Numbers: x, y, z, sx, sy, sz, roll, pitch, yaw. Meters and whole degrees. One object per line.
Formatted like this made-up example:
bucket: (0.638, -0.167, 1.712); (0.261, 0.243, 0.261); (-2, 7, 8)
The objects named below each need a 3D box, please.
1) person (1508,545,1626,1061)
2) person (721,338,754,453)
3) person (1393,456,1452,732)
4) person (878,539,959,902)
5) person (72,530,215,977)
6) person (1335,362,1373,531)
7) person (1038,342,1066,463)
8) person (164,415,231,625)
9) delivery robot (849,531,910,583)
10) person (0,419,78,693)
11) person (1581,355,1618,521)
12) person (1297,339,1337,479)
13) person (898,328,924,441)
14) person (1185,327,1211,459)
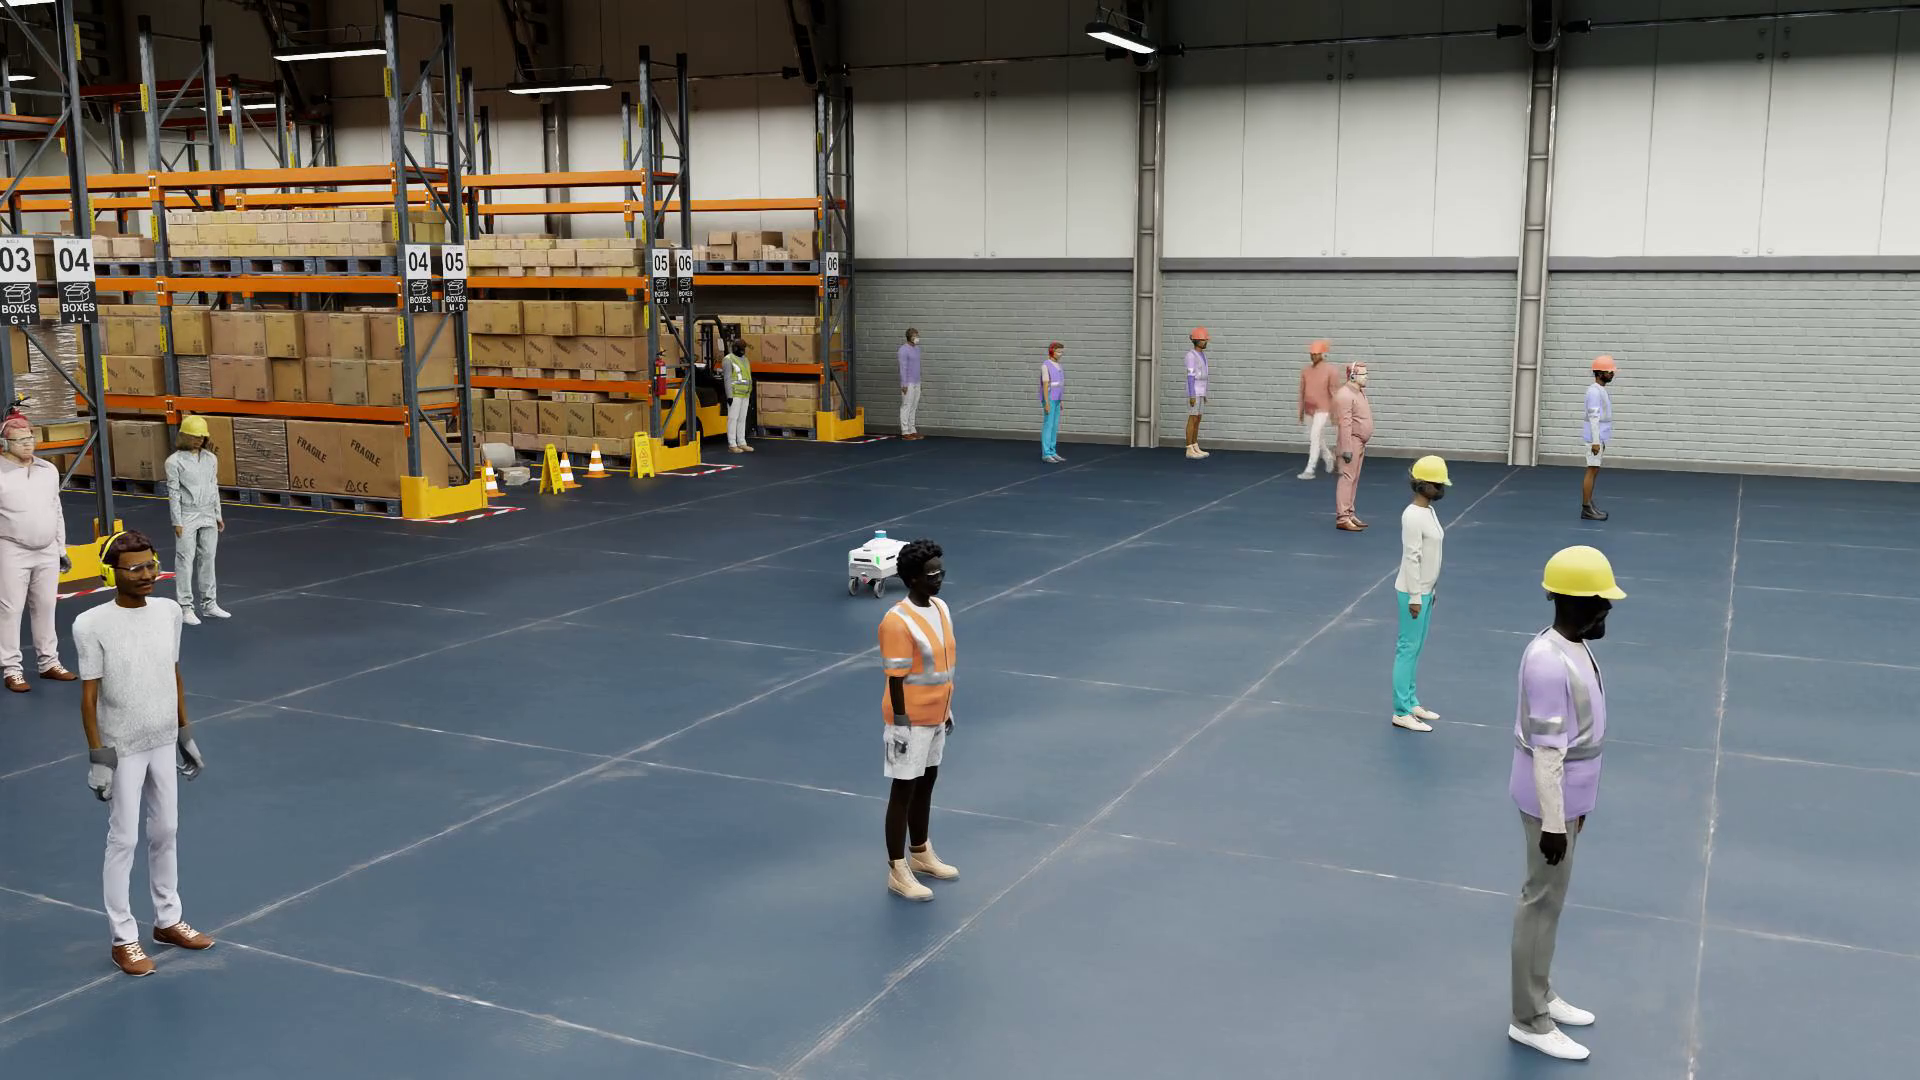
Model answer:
person: (2.281, 0.971, 6.307); (0.365, 1.928, 0.586); (4, 10, 25)
person: (-3.559, -2.324, 26.780); (0.429, 1.841, 0.625); (4, 10, 25)
person: (2.973, 0.335, 10.713); (0.317, 1.765, 0.522); (4, 10, 25)
person: (-0.190, 0.832, 7.862); (0.318, 1.697, 0.533); (4, 10, 25)
person: (-3.452, 0.880, 7.037); (0.329, 1.872, 0.508); (4, 10, 25)
person: (4.467, -1.064, 18.844); (0.409, 1.909, 0.641); (4, 10, 25)
person: (1.403, -2.097, 25.384); (0.390, 1.840, 0.565); (4, 10, 25)
person: (-6.370, -0.175, 13.905); (0.303, 1.740, 0.485); (4, 10, 25)
delivery robot: (-0.725, 0.159, 15.192); (0.477, 0.478, 0.707); (4, 10, 25)
person: (-6.570, 0.099, 11.720); (0.409, 1.908, 0.641); (4, 10, 25)
person: (7.531, -1.205, 19.617); (0.356, 1.939, 0.543); (4, 10, 25)
person: (5.091, -1.857, 23.534); (0.858, 1.970, 0.626); (-8, 12, -39)
person: (-0.838, -2.692, 28.729); (0.373, 1.940, 0.630); (4, 10, 25)
person: (3.721, -2.294, 25.972); (0.372, 2.044, 0.607); (4, 10, 25)
